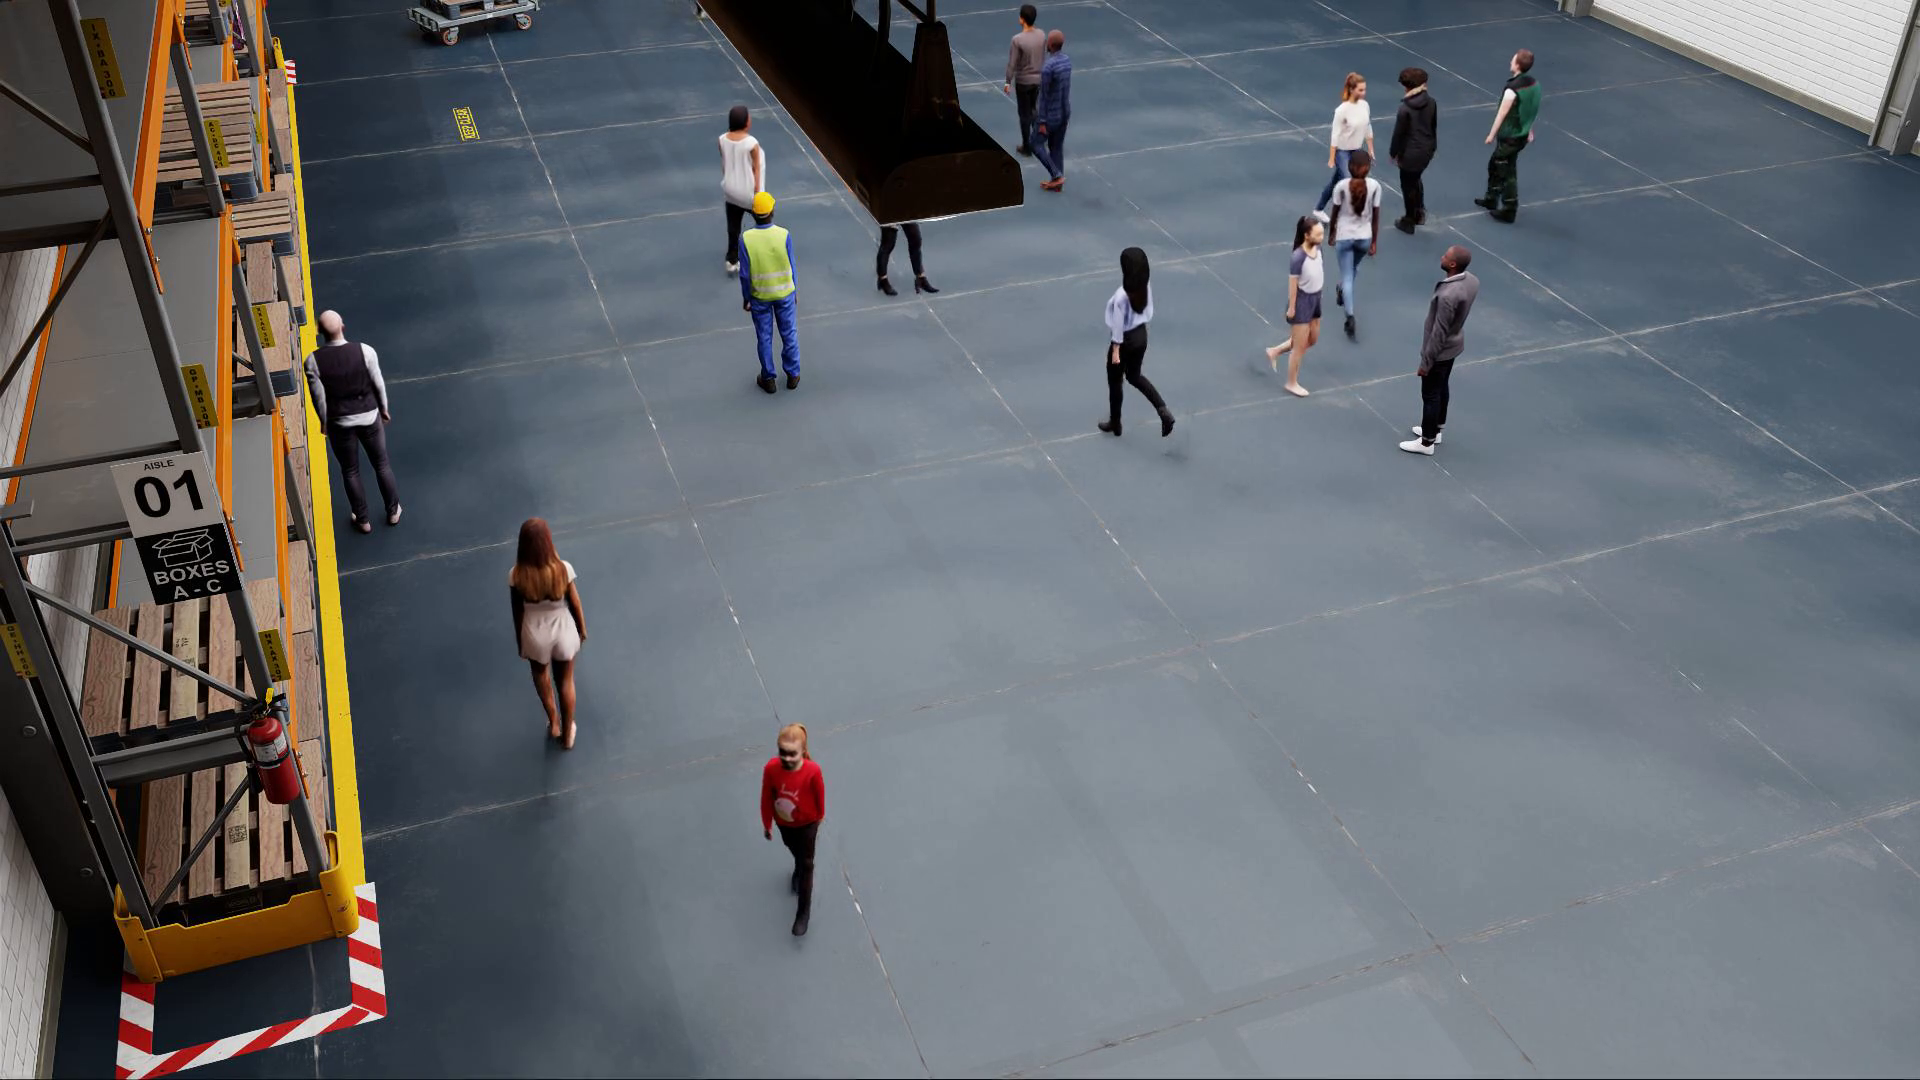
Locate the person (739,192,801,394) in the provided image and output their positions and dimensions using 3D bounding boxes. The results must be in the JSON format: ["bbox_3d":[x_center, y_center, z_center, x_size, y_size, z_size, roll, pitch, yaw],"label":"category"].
[{"bbox_3d":[-1.647,-2.146,14.465,0.676,1.811,0.604,-8,35,-12],"label":"person"}]

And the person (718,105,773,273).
[{"bbox_3d":[-2.191,-3.475,16.607,1.115,1.652,1.127,18,38,25],"label":"person"}]

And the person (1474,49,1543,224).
[{"bbox_3d":[5.912,-4.249,17.619,0.930,1.820,0.833,28,43,35],"label":"person"}]

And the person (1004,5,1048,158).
[{"bbox_3d":[0.829,-5.270,19.208,0.727,1.761,0.690,-16,37,-22],"label":"person"}]

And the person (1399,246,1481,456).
[{"bbox_3d":[3.939,-1.549,13.559,0.816,1.818,0.805,21,39,29],"label":"person"}]

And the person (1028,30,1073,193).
[{"bbox_3d":[1.094,-4.668,18.264,0.854,1.806,0.819,22,39,29],"label":"person"}]

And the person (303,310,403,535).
[{"bbox_3d":[-4.583,-0.897,12.573,0.718,1.824,0.634,-16,37,-23],"label":"person"}]

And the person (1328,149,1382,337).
[{"bbox_3d":[3.665,-2.726,15.465,0.871,1.669,1.234,0,34,0],"label":"person"}]

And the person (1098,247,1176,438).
[{"bbox_3d":[1.462,-1.561,13.656,1.081,1.731,0.928,25,41,33],"label":"person"}]

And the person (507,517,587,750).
[{"bbox_3d":[-2.568,0.649,10.377,0.619,1.680,0.629,-7,34,-10],"label":"person"}]

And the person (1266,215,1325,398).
[{"bbox_3d":[2.921,-2.060,14.493,0.884,1.635,0.796,25,41,32],"label":"person"}]

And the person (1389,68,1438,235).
[{"bbox_3d":[4.780,-4.006,17.322,0.714,1.745,0.688,-12,35,-17],"label":"person"}]

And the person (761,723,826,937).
[{"bbox_3d":[-0.924,1.533,9.433,0.747,1.253,0.941,5,34,7],"label":"person"}]

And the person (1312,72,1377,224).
[{"bbox_3d":[3.997,-4.049,17.454,0.852,1.672,1.179,-24,40,-31],"label":"person"}]
